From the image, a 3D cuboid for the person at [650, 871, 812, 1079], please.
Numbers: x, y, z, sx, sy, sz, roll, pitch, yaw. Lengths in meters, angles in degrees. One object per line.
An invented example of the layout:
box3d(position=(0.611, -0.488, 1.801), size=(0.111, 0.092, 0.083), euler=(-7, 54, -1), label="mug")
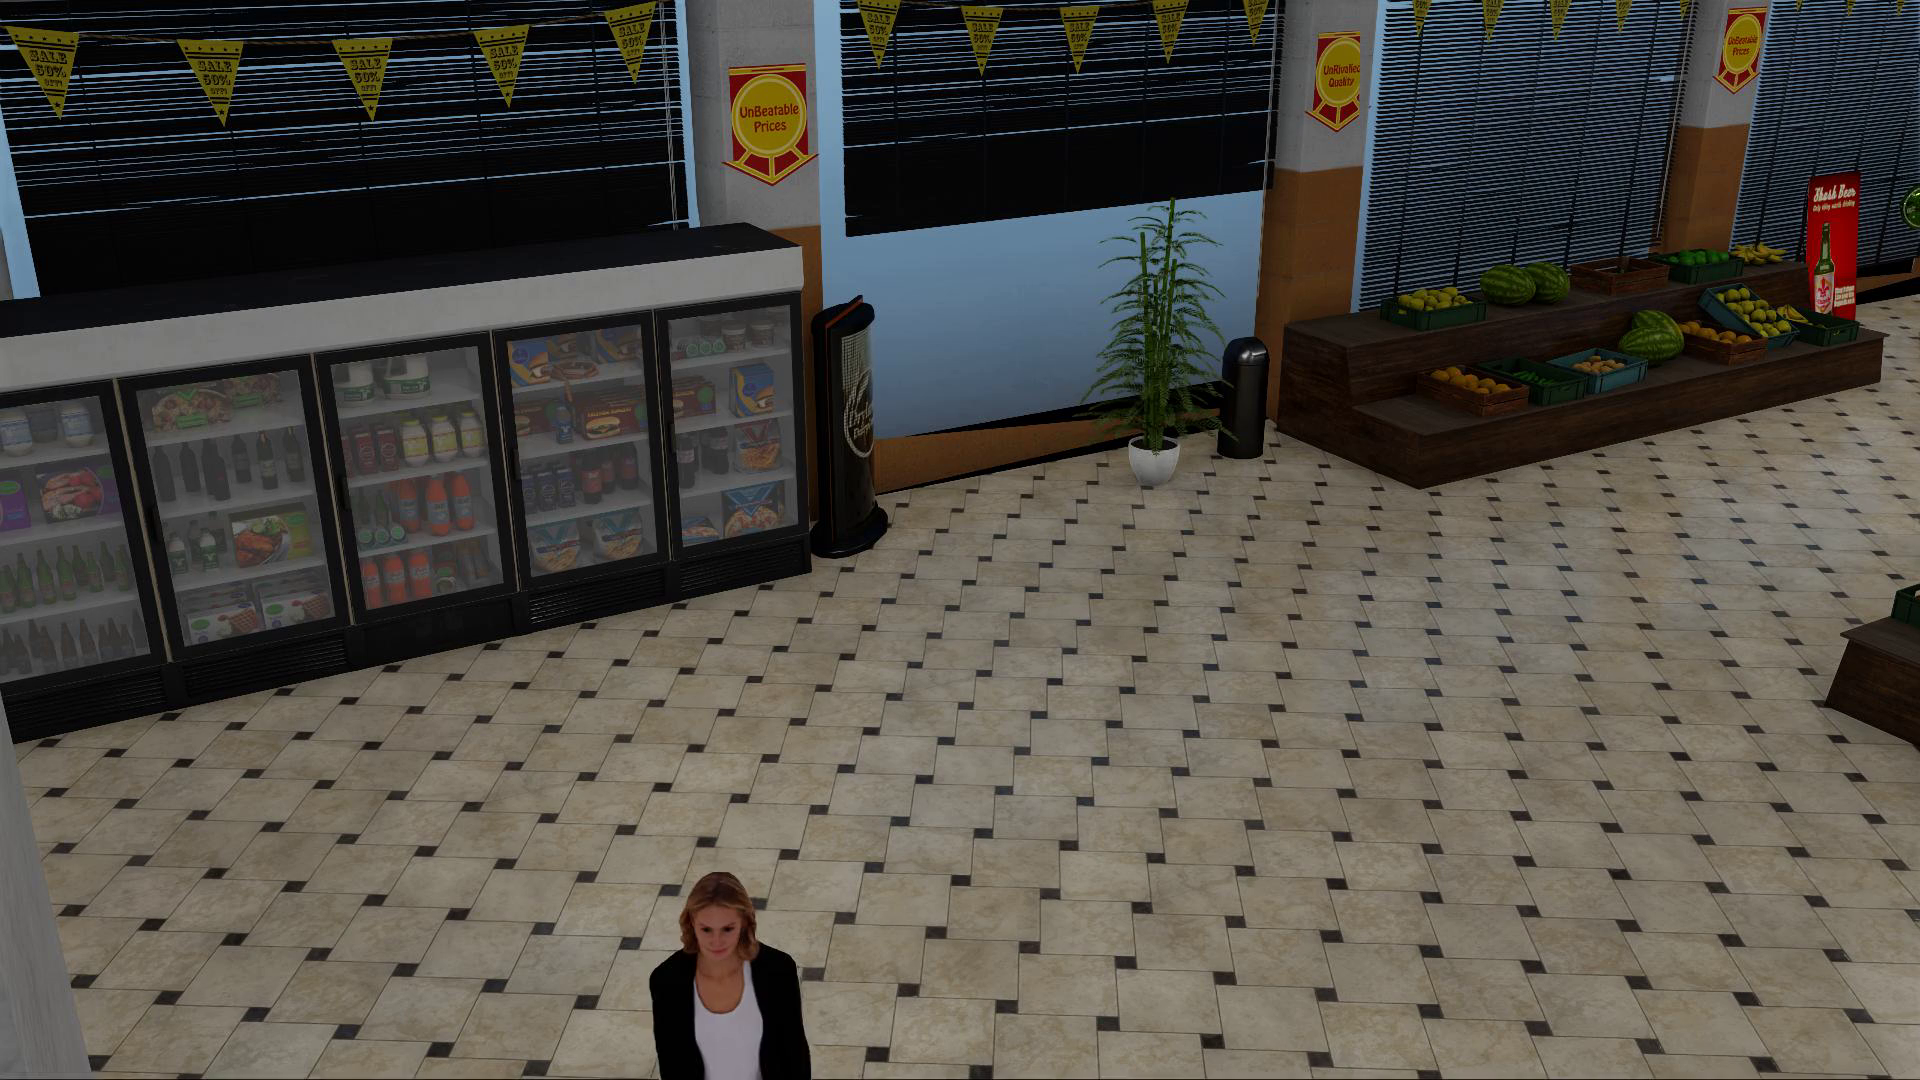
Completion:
box3d(position=(-0.725, 1.801, 5.351), size=(1.142, 1.754, 0.937), euler=(-4, 22, -11), label="person")
